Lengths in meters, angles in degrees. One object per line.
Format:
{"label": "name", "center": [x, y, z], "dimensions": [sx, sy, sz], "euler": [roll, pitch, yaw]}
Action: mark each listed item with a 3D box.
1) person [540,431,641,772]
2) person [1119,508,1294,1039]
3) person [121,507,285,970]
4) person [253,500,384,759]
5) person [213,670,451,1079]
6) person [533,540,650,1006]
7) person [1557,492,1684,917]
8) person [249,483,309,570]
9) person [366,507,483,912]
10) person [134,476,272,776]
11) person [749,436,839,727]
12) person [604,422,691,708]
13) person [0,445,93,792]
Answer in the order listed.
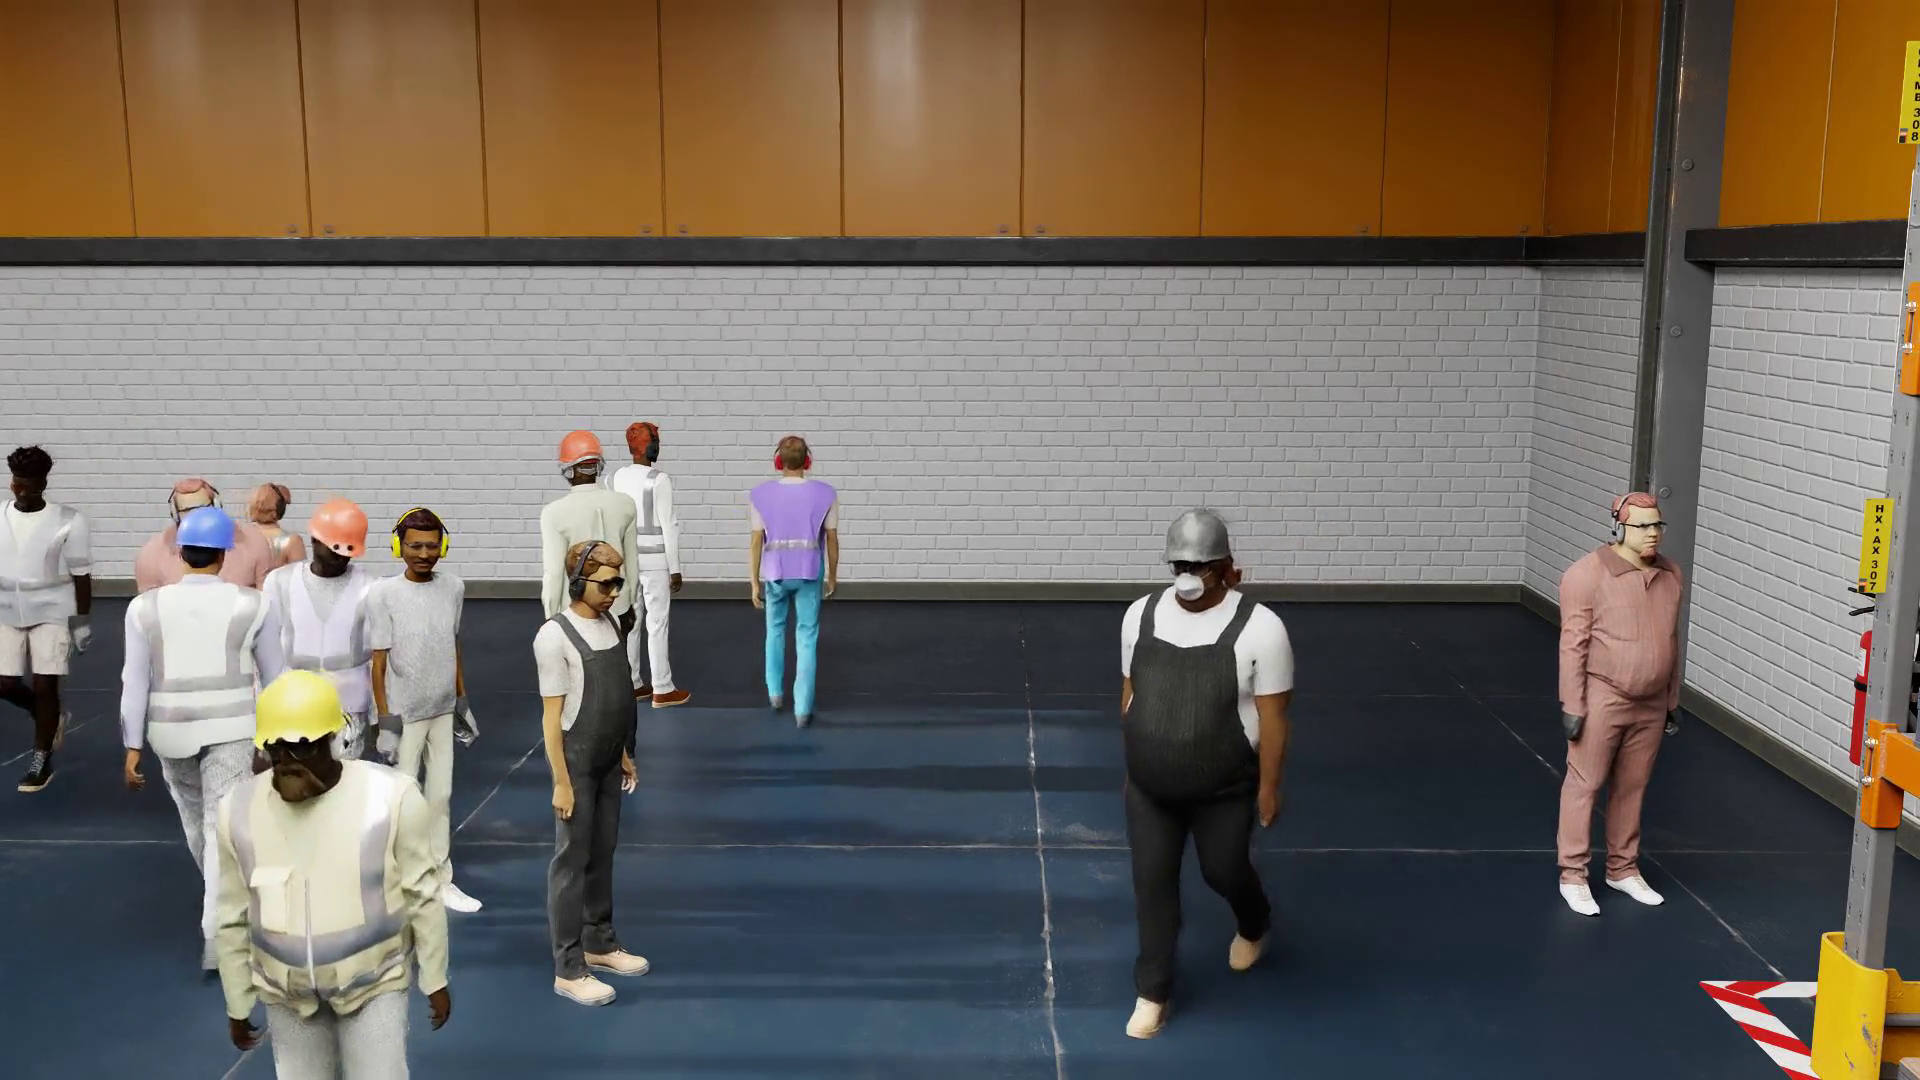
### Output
{"label": "person", "center": [-2.082, 0.382, 9.356], "dimensions": [0.608, 1.984, 0.397], "euler": [-9, 13, -42]}
{"label": "person", "center": [0.945, 0.836, 6.465], "dimensions": [0.688, 2.000, 0.855], "euler": [5, 11, 28]}
{"label": "person", "center": [-3.199, 0.809, 7.092], "dimensions": [0.636, 1.877, 1.057], "euler": [-2, 10, -12]}
{"label": "person", "center": [-2.859, 0.739, 7.515], "dimensions": [0.590, 1.885, 0.580], "euler": [-3, 10, -18]}
{"label": "person", "center": [-1.766, 1.242, 4.680], "dimensions": [0.635, 1.825, 0.425], "euler": [-1, 10, -5]}
{"label": "person", "center": [-1.470, 0.907, 6.642], "dimensions": [0.344, 1.840, 0.504], "euler": [3, 10, 19]}
{"label": "person", "center": [2.994, 0.730, 7.498], "dimensions": [0.636, 1.911, 0.404], "euler": [-3, 10, -19]}
{"label": "person", "center": [-4.057, 0.454, 10.017], "dimensions": [0.541, 1.600, 0.821], "euler": [4, 10, 25]}
{"label": "person", "center": [-2.351, 0.779, 7.342], "dimensions": [0.335, 1.865, 0.520], "euler": [6, 11, 34]}
{"label": "person", "center": [-3.763, 0.597, 8.387], "dimensions": [0.669, 1.877, 0.450], "euler": [-5, 11, -27]}
{"label": "person", "center": [-1.060, 0.240, 10.687], "dimensions": [0.563, 1.817, 0.812], "euler": [-1, 10, -4]}
{"label": "person", "center": [-2.066, 0.164, 10.963], "dimensions": [0.573, 1.883, 0.353], "euler": [6, 11, 31]}
{"label": "person", "center": [-5.168, 0.418, 9.297], "dimensions": [0.689, 1.930, 0.611], "euler": [-1, 10, -6]}
